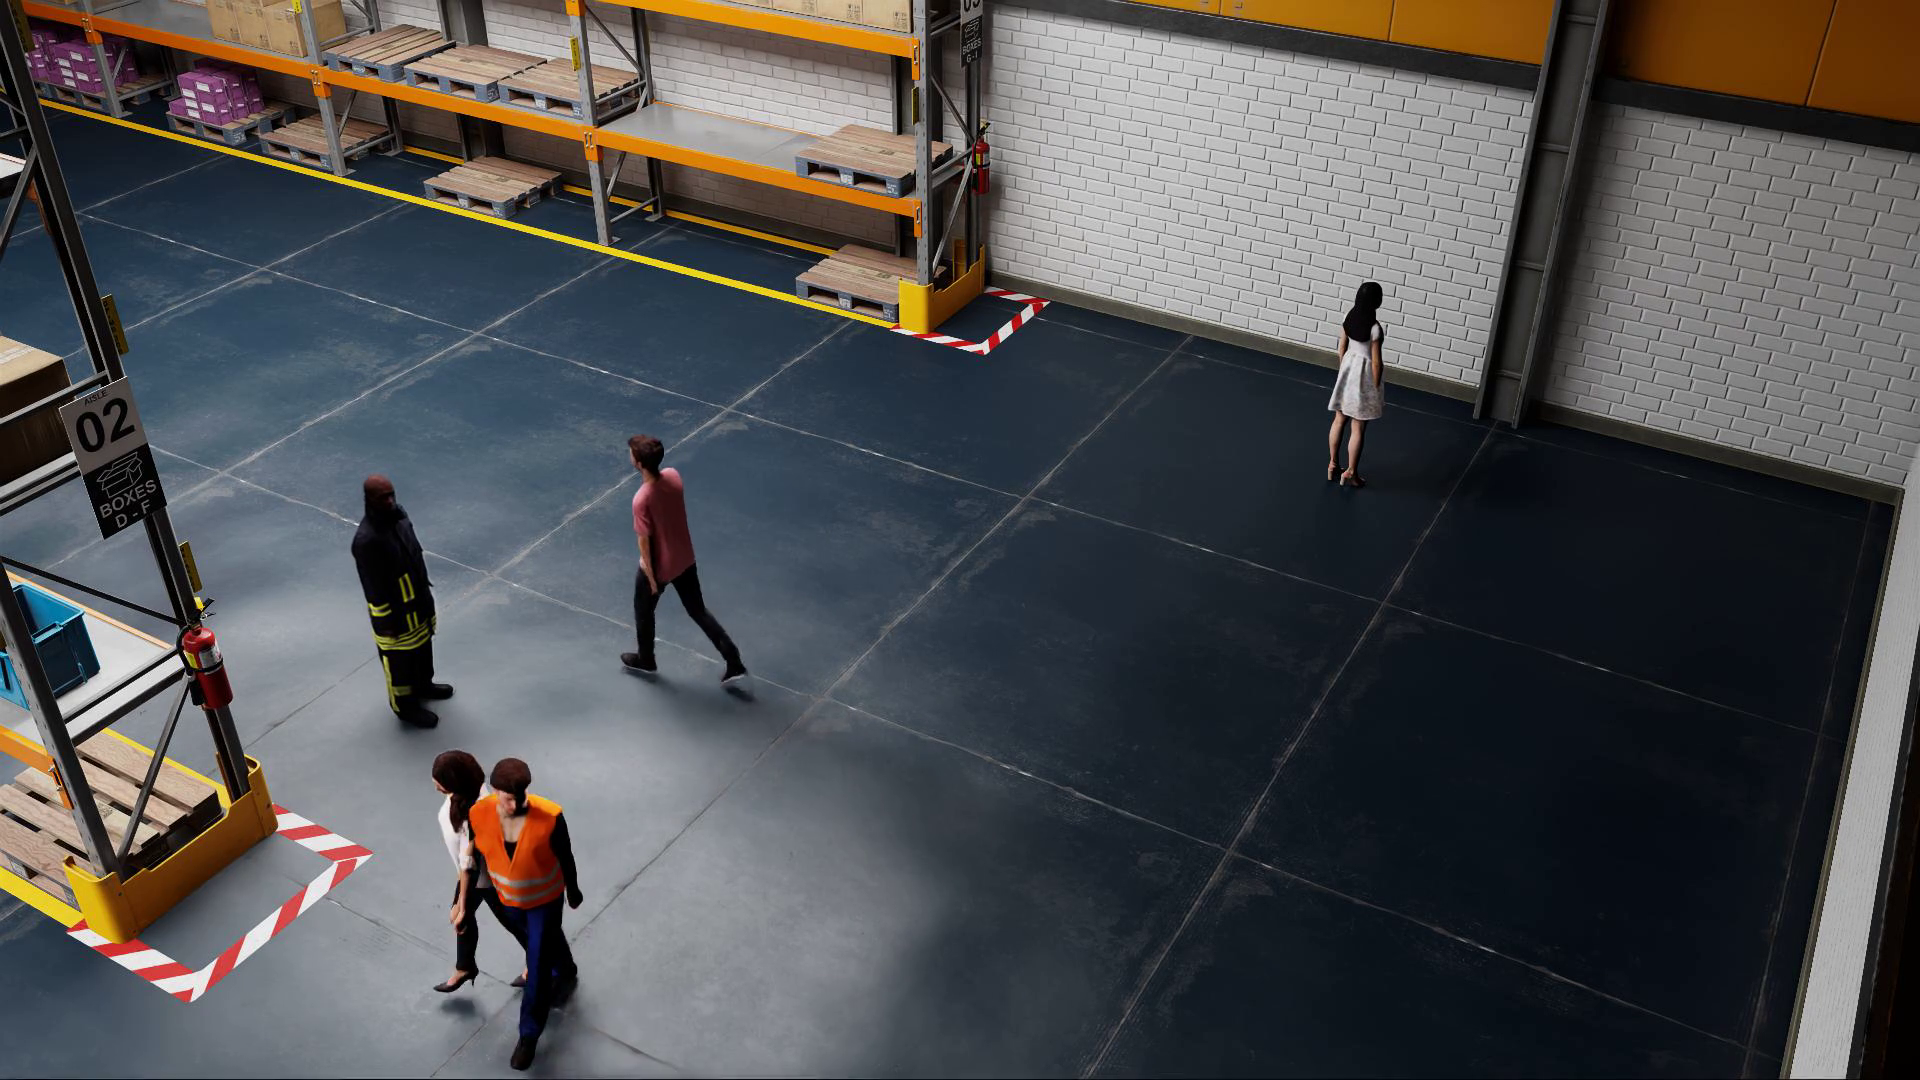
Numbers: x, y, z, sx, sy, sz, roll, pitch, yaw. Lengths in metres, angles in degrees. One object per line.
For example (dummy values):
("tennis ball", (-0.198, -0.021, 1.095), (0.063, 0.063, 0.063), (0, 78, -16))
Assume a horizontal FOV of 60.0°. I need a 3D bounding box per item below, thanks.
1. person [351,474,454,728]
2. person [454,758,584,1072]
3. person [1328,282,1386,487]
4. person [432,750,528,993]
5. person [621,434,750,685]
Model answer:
("person", (-3.687, 0.364, 10.864), (0.804, 1.821, 0.834), (5, 34, 8))
("person", (-2.204, 1.772, 8.719), (1.059, 1.851, 0.950), (10, 35, 15))
("person", (3.187, -1.247, 13.330), (0.816, 1.774, 0.720), (-20, 39, -28))
("person", (-2.413, 1.750, 8.831), (0.896, 1.764, 0.907), (-20, 39, -27))
("person", (-1.862, 0.183, 11.048), (1.207, 1.920, 0.633), (19, 38, 26))
